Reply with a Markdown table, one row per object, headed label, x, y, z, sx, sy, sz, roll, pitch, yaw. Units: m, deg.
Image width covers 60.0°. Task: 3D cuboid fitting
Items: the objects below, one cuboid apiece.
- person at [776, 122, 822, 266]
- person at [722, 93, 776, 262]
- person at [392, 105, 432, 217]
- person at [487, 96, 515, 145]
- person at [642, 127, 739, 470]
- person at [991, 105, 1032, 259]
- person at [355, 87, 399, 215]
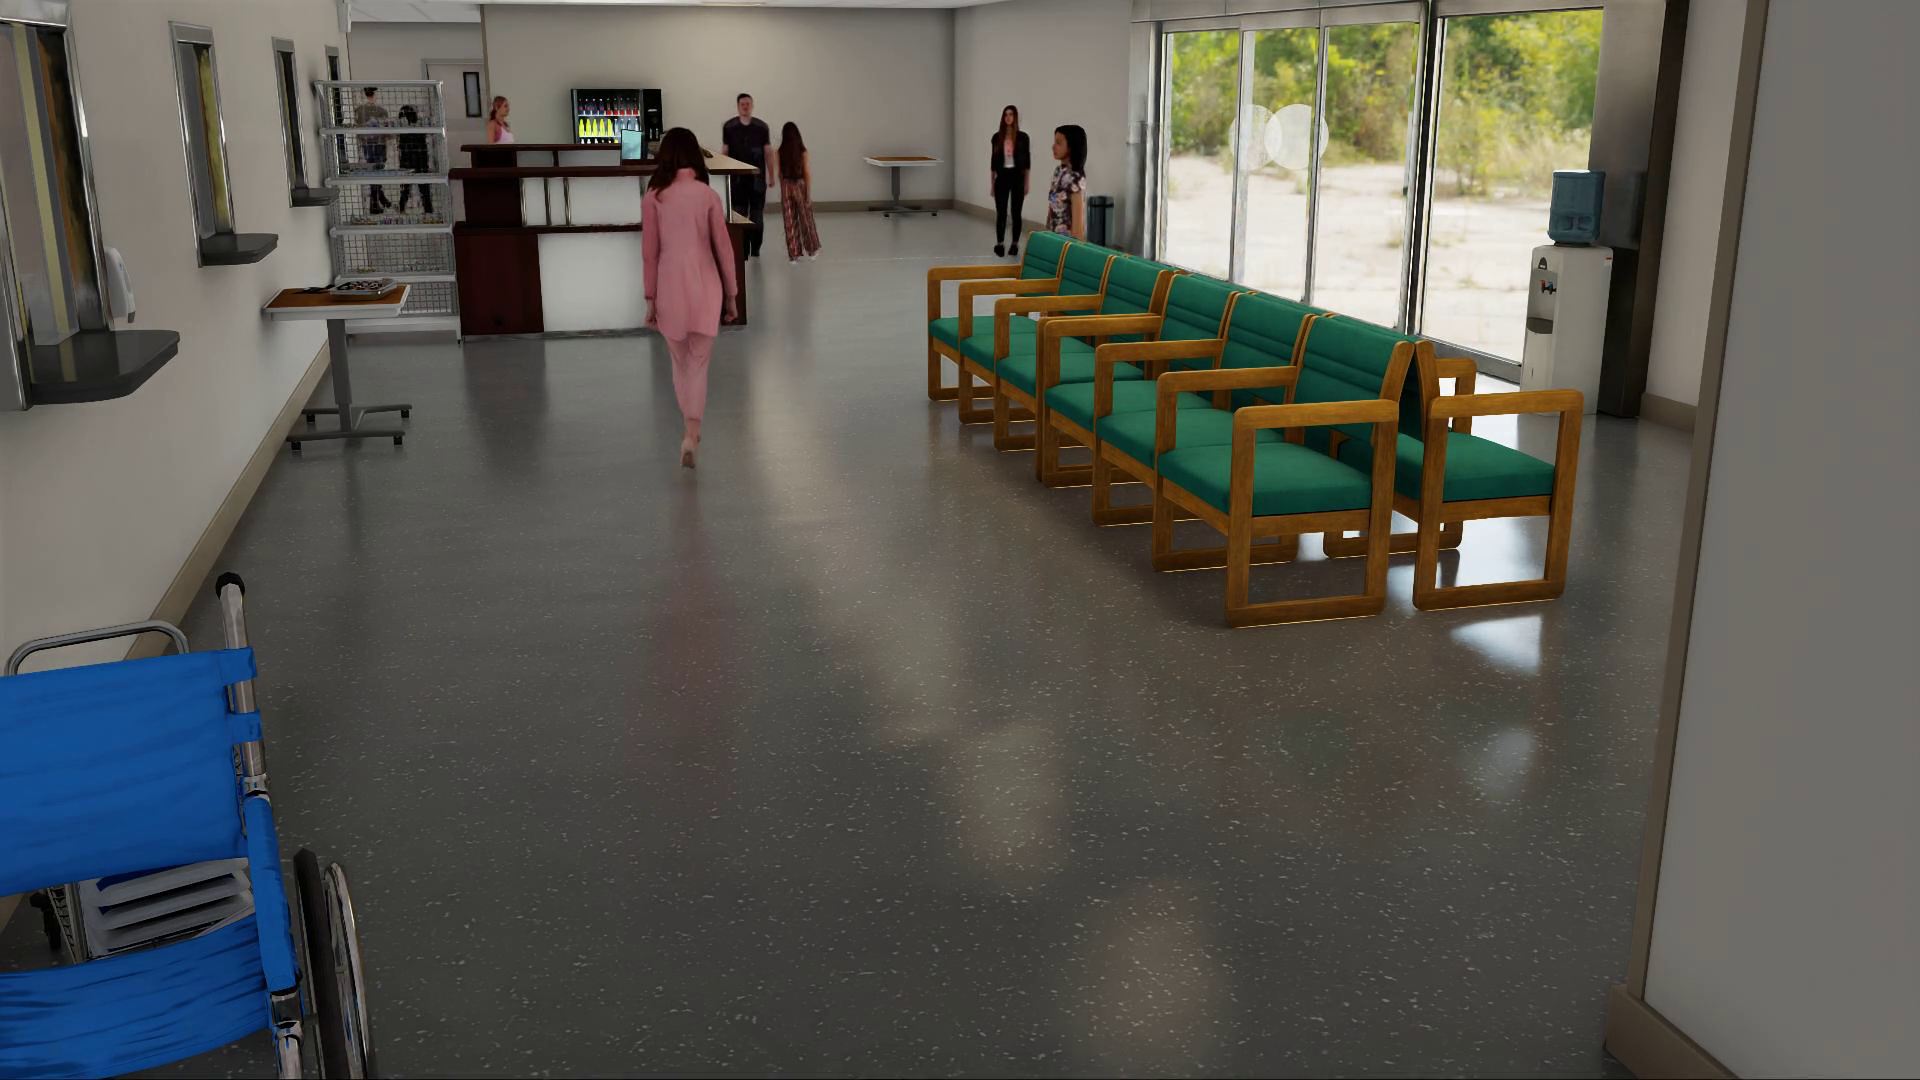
| label | x | y | z | sx | sy | sz | roll | pitch | yaw |
| --- | --- | --- | --- | --- | --- | --- | --- | --- | --- |
| person | -1.844 | -3.775 | 18.215 | 0.949 | 1.526 | 0.862 | 3 | 16 | 9 |
| person | -2.376 | -4.049 | 18.672 | 1.178 | 1.806 | 0.932 | -1 | 16 | -5 |
| person | -7.773 | -5.365 | 23.784 | 1.078 | 1.564 | 1.127 | 14 | 21 | 41 |
| person | -5.690 | -4.518 | 20.384 | 0.836 | 1.780 | 0.786 | 5 | 16 | 16 |
| person | -1.430 | -1.211 | 8.697 | 1.111 | 1.755 | 0.835 | -1 | 16 | -5 |
| person | 0.598 | -4.039 | 18.883 | 1.131 | 1.672 | 1.004 | 3 | 16 | 10 |
| person | -8.670 | -5.732 | 24.527 | 1.136 | 1.869 | 1.050 | 3 | 16 | 9 |
